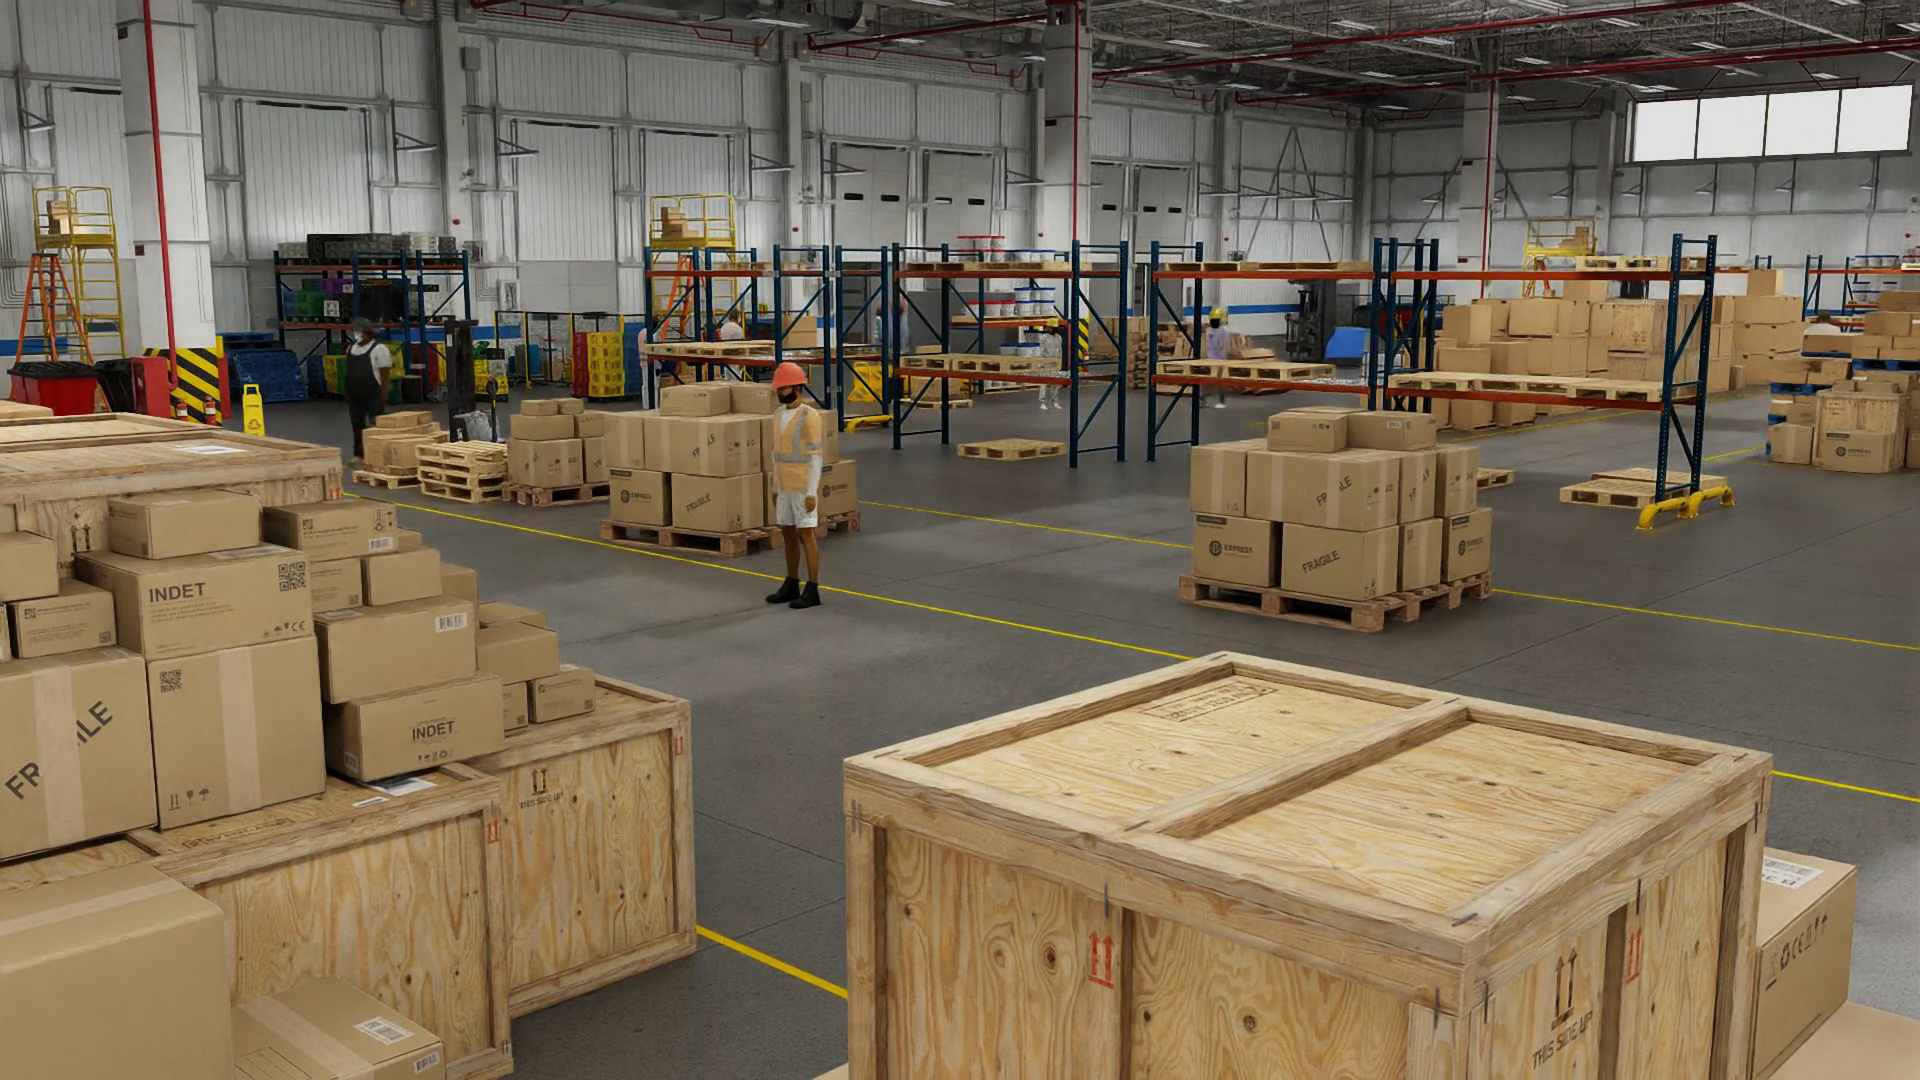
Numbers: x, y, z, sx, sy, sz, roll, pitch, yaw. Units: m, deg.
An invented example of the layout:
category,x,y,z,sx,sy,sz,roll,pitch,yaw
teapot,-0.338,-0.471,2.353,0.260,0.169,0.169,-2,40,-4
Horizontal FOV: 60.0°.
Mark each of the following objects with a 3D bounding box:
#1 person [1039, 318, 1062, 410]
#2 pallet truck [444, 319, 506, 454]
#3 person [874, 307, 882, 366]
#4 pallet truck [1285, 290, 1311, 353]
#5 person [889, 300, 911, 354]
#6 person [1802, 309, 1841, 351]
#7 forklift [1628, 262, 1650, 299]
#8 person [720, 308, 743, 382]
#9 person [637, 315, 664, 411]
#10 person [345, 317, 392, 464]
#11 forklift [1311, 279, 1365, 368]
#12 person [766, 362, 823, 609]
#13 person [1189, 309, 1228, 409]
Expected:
category,x,y,z,sx,sy,sz,roll,pitch,yaw
person,1.735,-3.328,31.463,0.488,1.736,0.321,-5,11,-30
pallet truck,-6.981,-1.942,22.150,1.885,1.965,0.823,1,9,9
person,-2.145,-5.383,44.373,0.323,1.631,0.523,0,9,-1
pallet truck,11.297,-6.951,52.861,1.885,1.965,0.823,-5,11,-29
person,-1.426,-4.729,39.443,0.544,1.923,0.430,-7,12,-38
person,16.118,-3.366,31.156,0.629,1.919,0.712,4,10,25
forklift,18.411,-6.160,45.311,1.873,2.768,1.129,3,10,17
person,-4.243,-3.355,31.036,0.367,1.933,0.633,-8,12,-40
person,-5.486,-3.080,29.619,0.429,1.841,0.625,-6,11,-34
person,-8.105,-2.076,22.842,0.689,2.000,0.797,3,10,18
forklift,9.805,-6.000,44.334,1.873,2.768,1.129,0,9,2
person,-1.319,-0.427,13.056,0.378,1.932,0.551,-8,12,-41
person,4.745,-3.399,31.397,0.914,1.884,0.620,-7,12,-37
